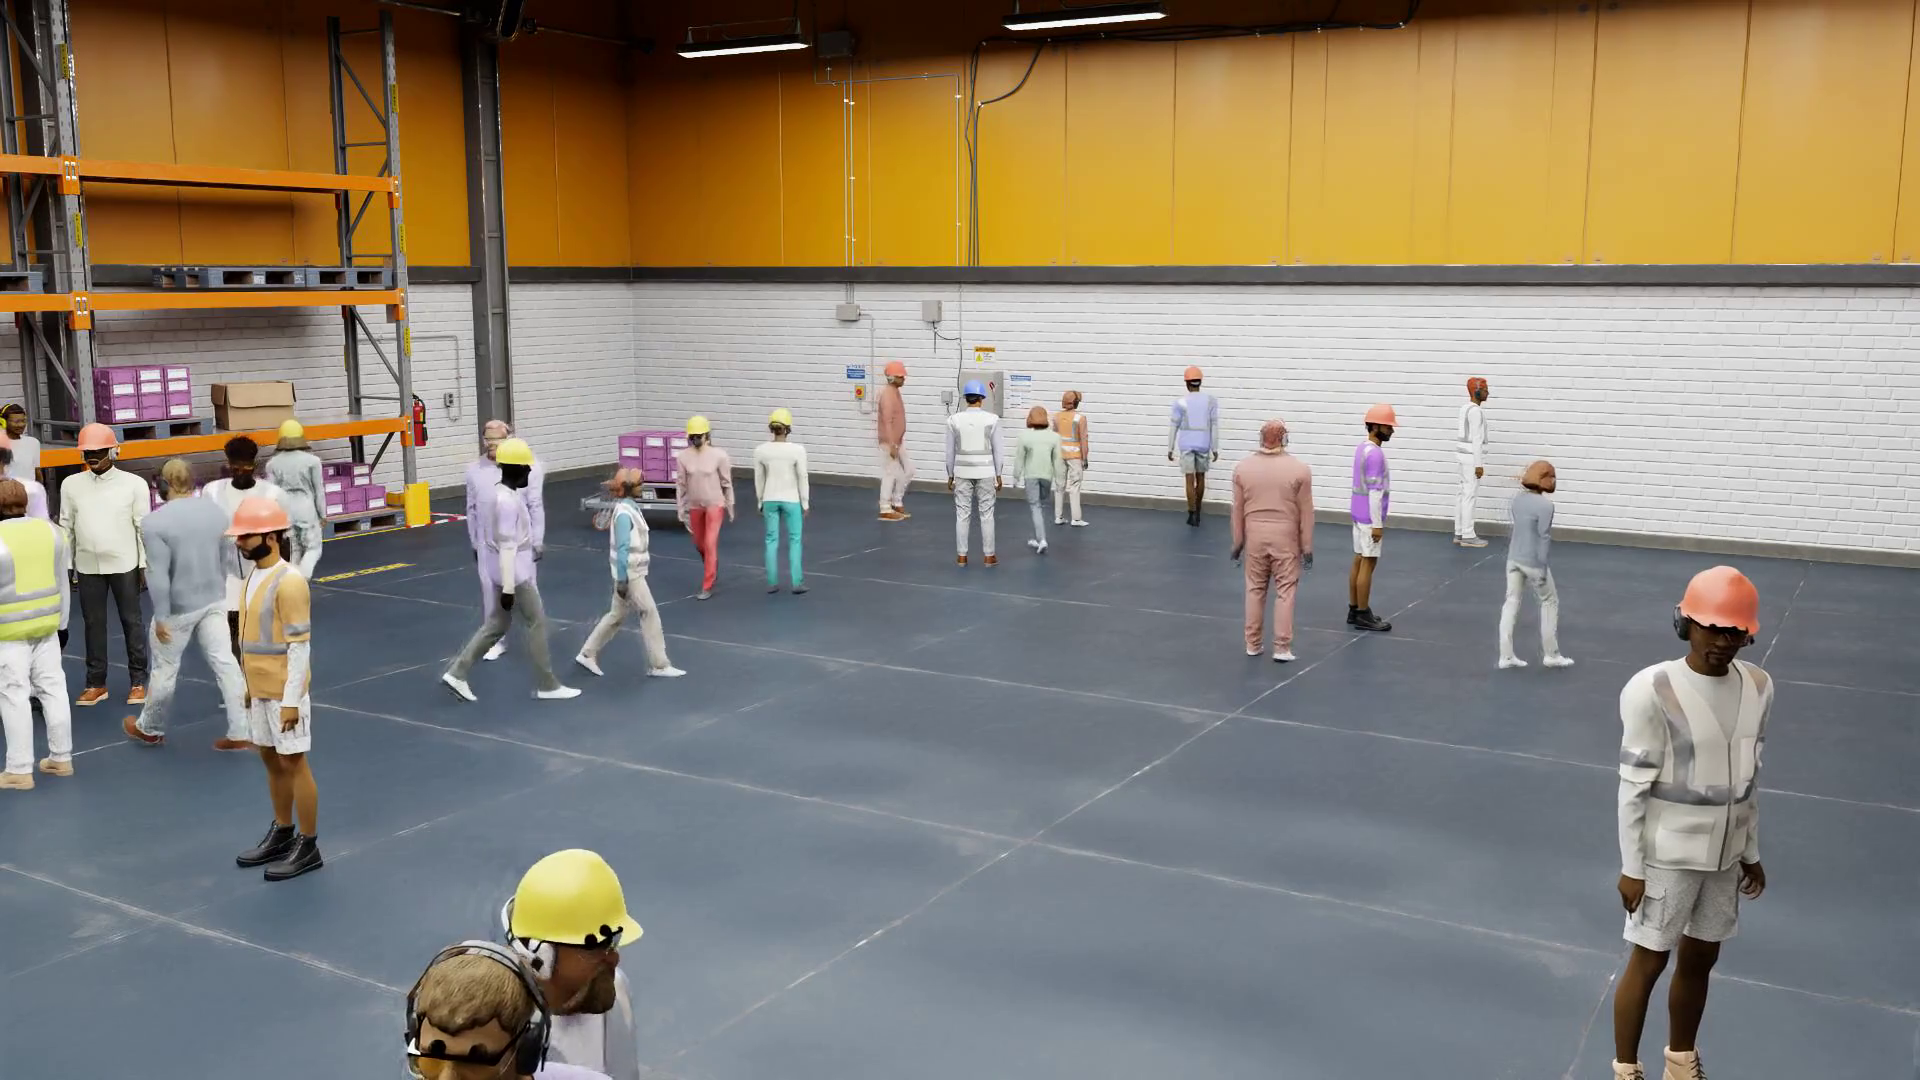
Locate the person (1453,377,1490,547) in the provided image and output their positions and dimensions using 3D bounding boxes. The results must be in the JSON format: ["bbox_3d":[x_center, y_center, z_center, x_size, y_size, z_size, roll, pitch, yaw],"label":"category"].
[{"bbox_3d":[5.716,-0.871,18.548,0.354,1.883,0.572,0,9,2],"label":"person"}]

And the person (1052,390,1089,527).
[{"bbox_3d":[1.324,-0.979,19.981,0.523,1.638,0.310,8,12,41],"label":"person"}]

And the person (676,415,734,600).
[{"bbox_3d":[-2.380,-0.340,15.716,0.537,1.729,0.773,2,9,12],"label":"person"}]

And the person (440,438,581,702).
[{"bbox_3d":[-3.212,0.225,11.690,0.915,1.895,0.605,-4,10,-23],"label":"person"}]

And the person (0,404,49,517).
[{"bbox_3d":[-8.571,-0.315,15.159,0.322,1.862,0.512,6,11,31],"label":"person"}]

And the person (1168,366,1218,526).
[{"bbox_3d":[2.804,-1.148,20.188,0.570,1.907,0.796,-1,9,-6],"label":"person"}]

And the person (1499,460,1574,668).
[{"bbox_3d":[4.452,0.189,12.770,0.694,1.602,0.496,-3,10,-21],"label":"person"}]

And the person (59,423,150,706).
[{"bbox_3d":[-5.992,0.173,11.686,0.612,1.995,0.374,-1,9,-8],"label":"person"}]

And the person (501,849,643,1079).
[{"bbox_3d":[-0.840,1.561,3.641,0.915,1.791,0.585,5,10,29],"label":"person"}]

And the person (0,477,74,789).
[{"bbox_3d":[-5.568,0.544,9.844,0.429,1.841,0.634,4,10,23],"label":"person"}]

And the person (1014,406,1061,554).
[{"bbox_3d":[0.858,-0.663,18.134,0.508,1.601,0.823,-3,9,-16],"label":"person"}]

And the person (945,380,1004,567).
[{"bbox_3d":[0.153,-0.681,17.193,0.604,1.938,0.402,1,9,8],"label":"person"}]

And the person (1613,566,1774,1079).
[{"bbox_3d":[2.581,1.090,5.819,0.611,2.038,0.394,-3,10,-19],"label":"person"}]

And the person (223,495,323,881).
[{"bbox_3d":[-3.464,0.738,8.360,0.550,1.939,0.367,9,12,43],"label":"person"}]

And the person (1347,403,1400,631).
[{"bbox_3d":[3.525,-0.198,14.190,0.376,1.934,0.548,0,9,2],"label":"person"}]

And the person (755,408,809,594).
[{"bbox_3d":[-1.677,-0.361,15.733,0.529,1.769,0.313,2,9,12],"label":"person"}]

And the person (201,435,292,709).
[{"bbox_3d":[-5.007,0.216,11.663,0.636,1.909,0.806,-1,9,-8],"label":"person"}]

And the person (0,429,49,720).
[{"bbox_3d":[-6.493,0.231,11.252,0.607,2.026,0.416,-7,11,-37],"label":"person"}]

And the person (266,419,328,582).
[{"bbox_3d":[-6.006,-0.230,15.031,0.496,1.725,0.614,-1,9,-4],"label":"person"}]

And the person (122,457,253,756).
[{"bbox_3d":[-4.900,0.416,10.521,1.015,1.882,0.657,5,10,28],"label":"person"}]

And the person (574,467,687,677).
[{"bbox_3d":[-2.510,0.246,12.436,0.816,1.604,0.522,-1,9,-8],"label":"person"}]

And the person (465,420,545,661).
[{"bbox_3d":[-3.606,-0.029,13.280,0.643,1.887,0.763,0,9,1],"label":"person"}]

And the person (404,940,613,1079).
[{"bbox_3d":[-0.814,1.607,2.914,0.634,1.936,0.351,-4,10,-24],"label":"person"}]

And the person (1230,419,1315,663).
[{"bbox_3d":[2.446,0.015,13.051,0.657,1.910,0.479,4,10,24],"label":"person"}]

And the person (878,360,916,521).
[{"bbox_3d":[-0.766,-1.204,20.329,0.525,1.973,0.651,2,9,13],"label":"person"}]
